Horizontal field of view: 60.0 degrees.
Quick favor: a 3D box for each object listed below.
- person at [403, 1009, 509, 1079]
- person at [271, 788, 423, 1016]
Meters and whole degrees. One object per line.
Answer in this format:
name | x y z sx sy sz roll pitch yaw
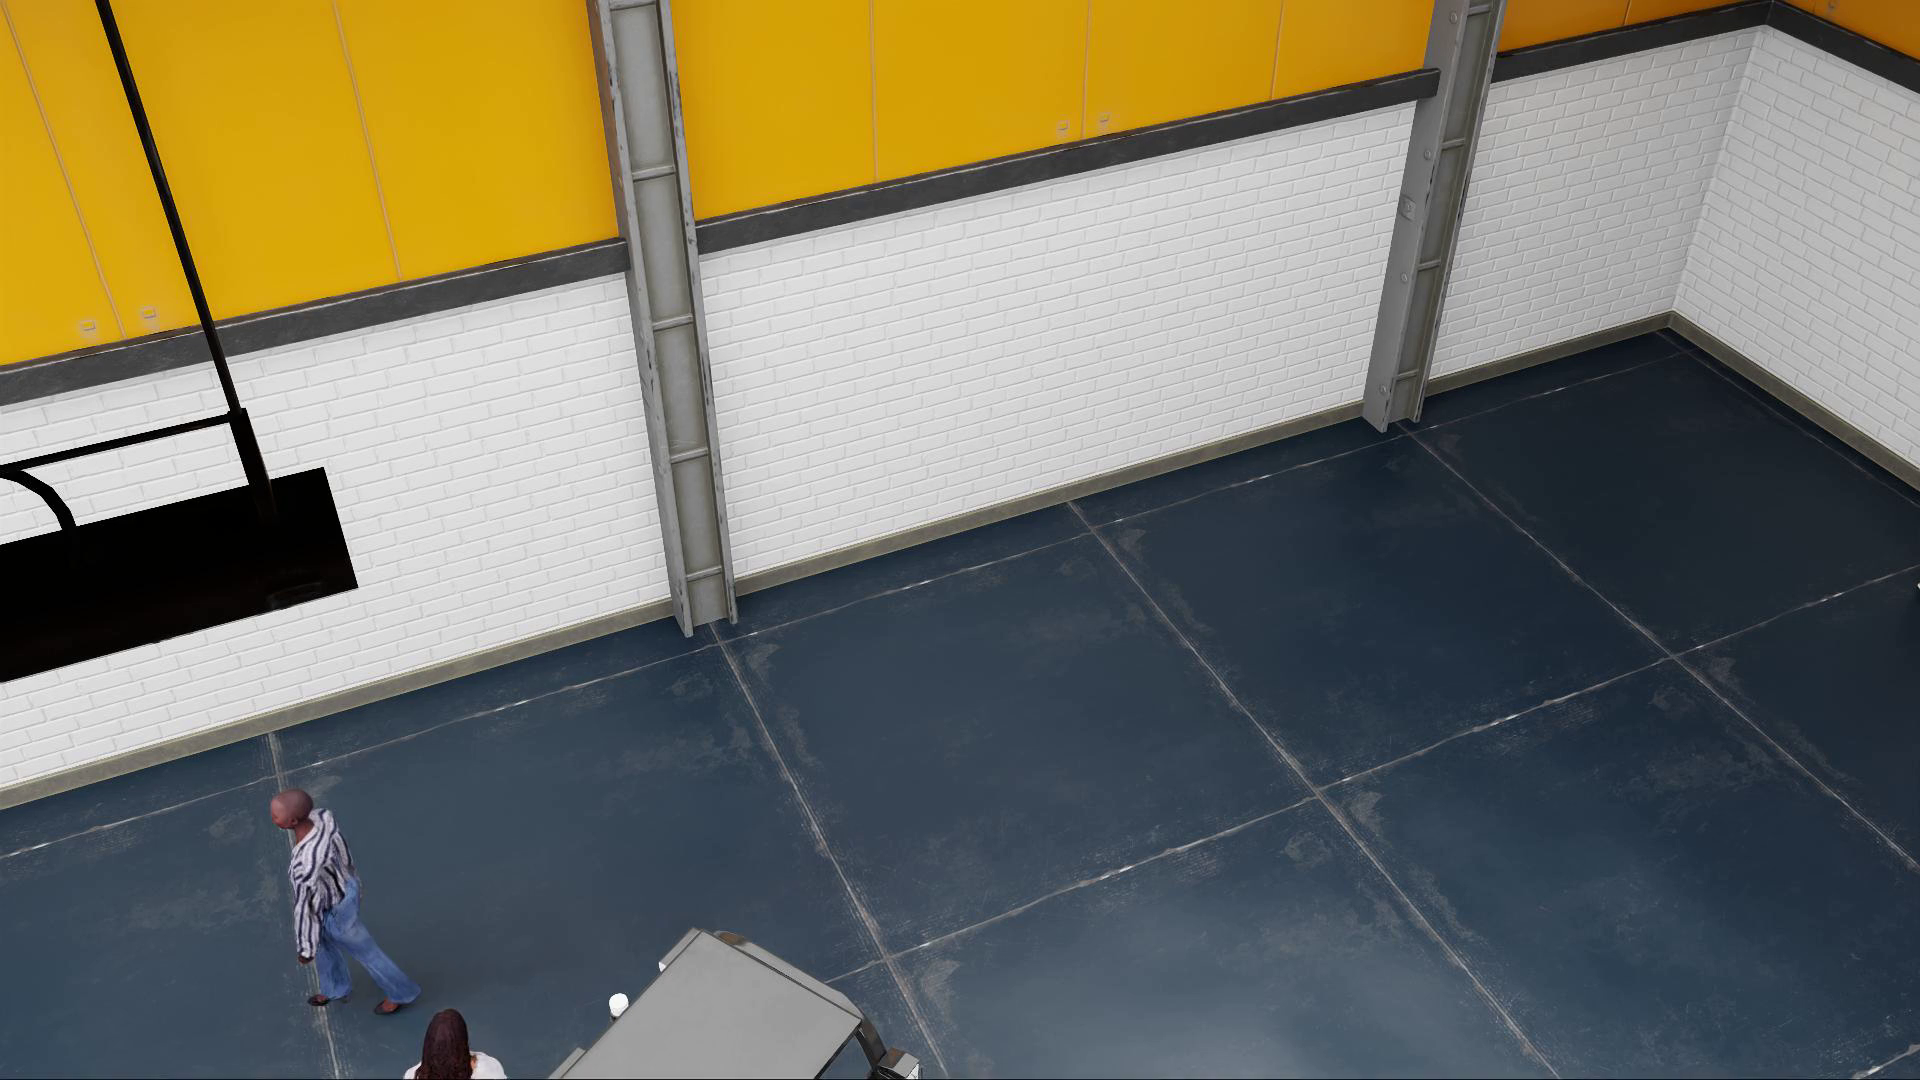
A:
person | -2.283 2.877 7.794 1.071 1.580 0.903 -5 39 -6
person | -3.199 1.948 8.803 0.914 1.772 0.729 -10 40 -12
